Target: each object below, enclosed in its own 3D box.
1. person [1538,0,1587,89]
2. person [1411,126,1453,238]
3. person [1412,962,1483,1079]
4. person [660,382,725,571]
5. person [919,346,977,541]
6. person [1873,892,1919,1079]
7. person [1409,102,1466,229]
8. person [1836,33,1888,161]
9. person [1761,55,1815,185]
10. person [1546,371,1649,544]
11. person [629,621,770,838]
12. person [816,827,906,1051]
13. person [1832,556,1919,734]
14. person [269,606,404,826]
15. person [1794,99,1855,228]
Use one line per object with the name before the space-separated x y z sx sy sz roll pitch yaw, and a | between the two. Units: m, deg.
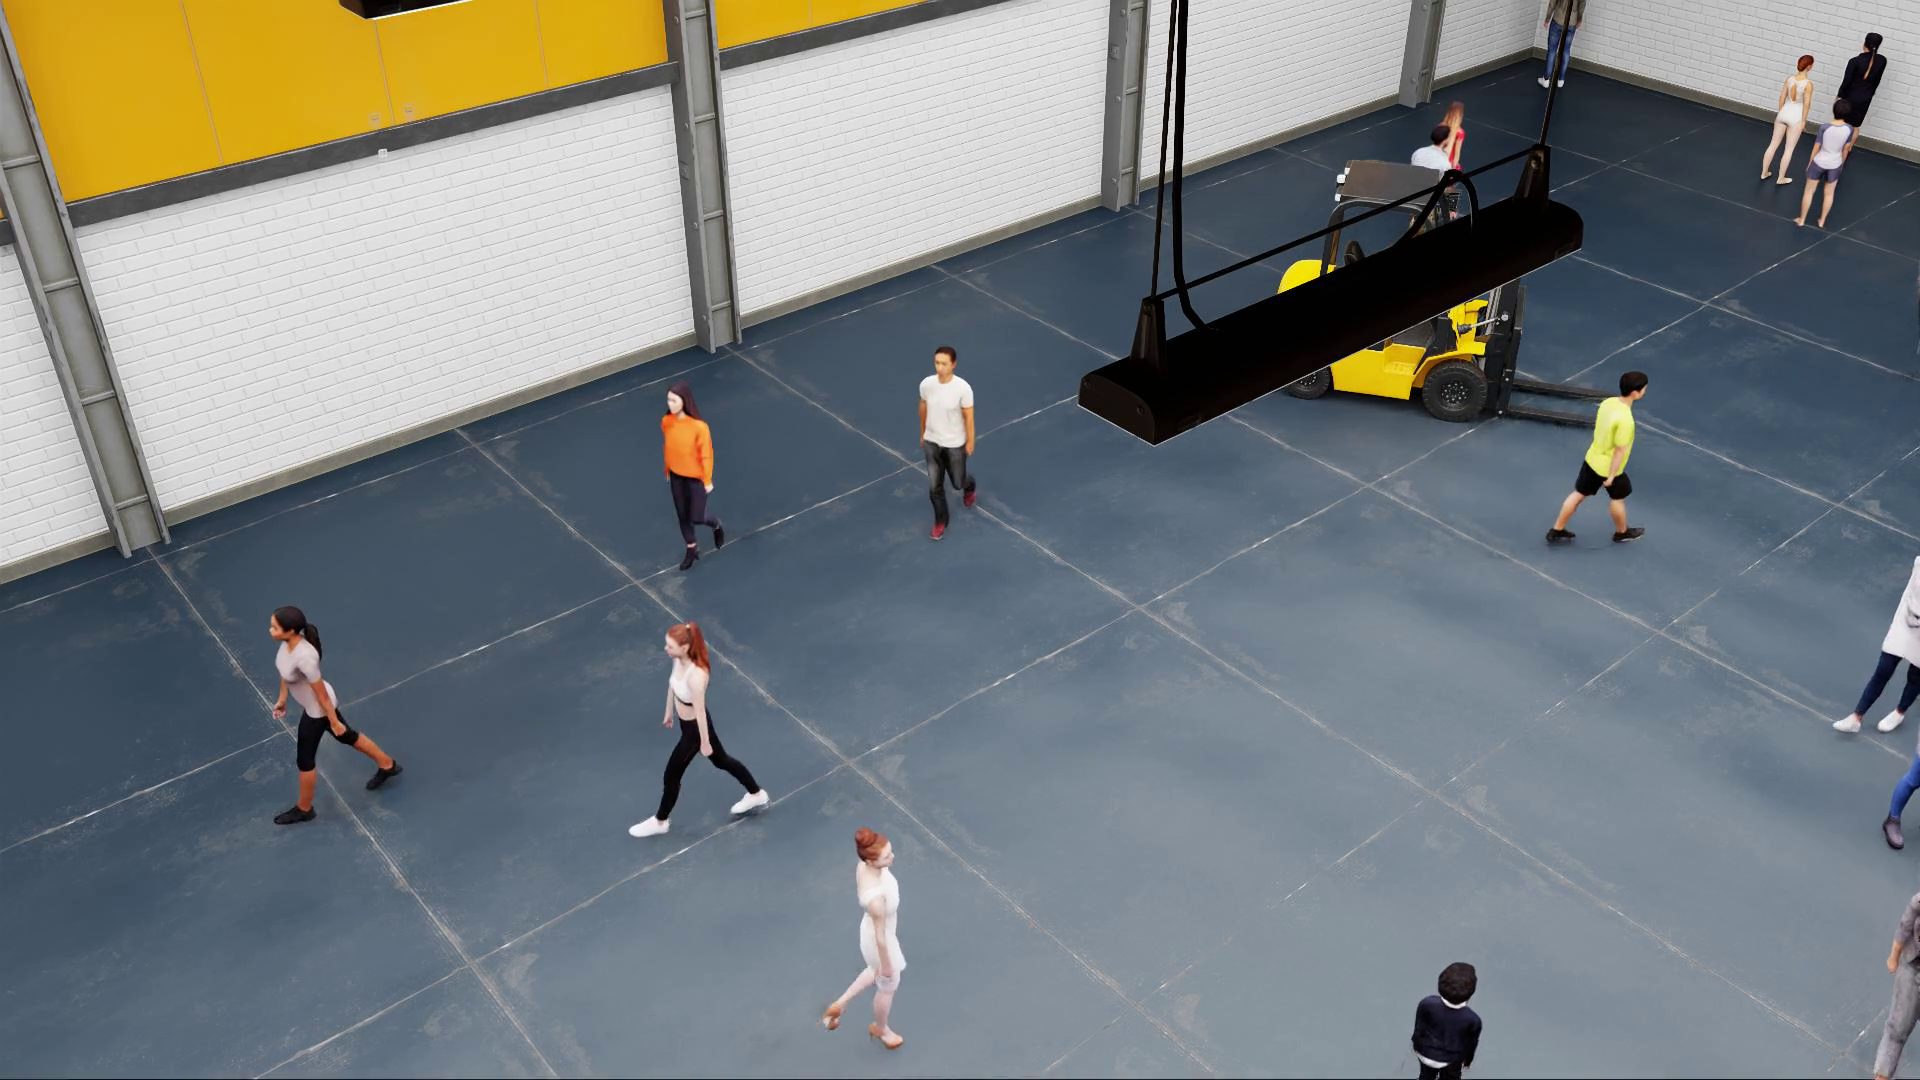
person | 8.835 -7.574 24.345 0.763 1.864 0.844 0 34 1
person | 5.163 -3.743 18.644 0.717 1.796 0.744 -18 38 -25
person | 2.671 2.852 9.246 0.680 1.215 0.831 15 36 21
person | -2.212 -0.558 13.905 0.757 1.737 0.841 17 37 24
person | -0.084 -0.896 14.365 0.923 1.791 1.060 11 35 16
person | 5.541 2.446 9.487 0.917 1.625 1.184 15 37 22
person | 5.725 -4.414 19.877 1.086 1.547 0.567 -27 42 -34
person | 11.788 -5.819 21.880 0.752 1.671 0.858 -5 34 -7
person | 10.608 -5.382 21.247 0.504 1.644 0.574 -20 38 -27
person | 5.408 -0.657 14.120 1.164 1.664 0.935 -7 34 -11
person | -1.694 1.264 11.205 1.280 1.691 0.902 -12 35 -17
person | -0.562 2.320 9.538 0.889 1.778 0.793 -4 34 -6
person | 6.996 0.670 12.037 0.948 1.761 0.739 -17 37 -24
person | -4.308 1.135 11.386 1.187 1.706 0.759 -18 37 -24
person | 10.462 -4.557 20.076 0.653 1.565 0.696 6 34 9
